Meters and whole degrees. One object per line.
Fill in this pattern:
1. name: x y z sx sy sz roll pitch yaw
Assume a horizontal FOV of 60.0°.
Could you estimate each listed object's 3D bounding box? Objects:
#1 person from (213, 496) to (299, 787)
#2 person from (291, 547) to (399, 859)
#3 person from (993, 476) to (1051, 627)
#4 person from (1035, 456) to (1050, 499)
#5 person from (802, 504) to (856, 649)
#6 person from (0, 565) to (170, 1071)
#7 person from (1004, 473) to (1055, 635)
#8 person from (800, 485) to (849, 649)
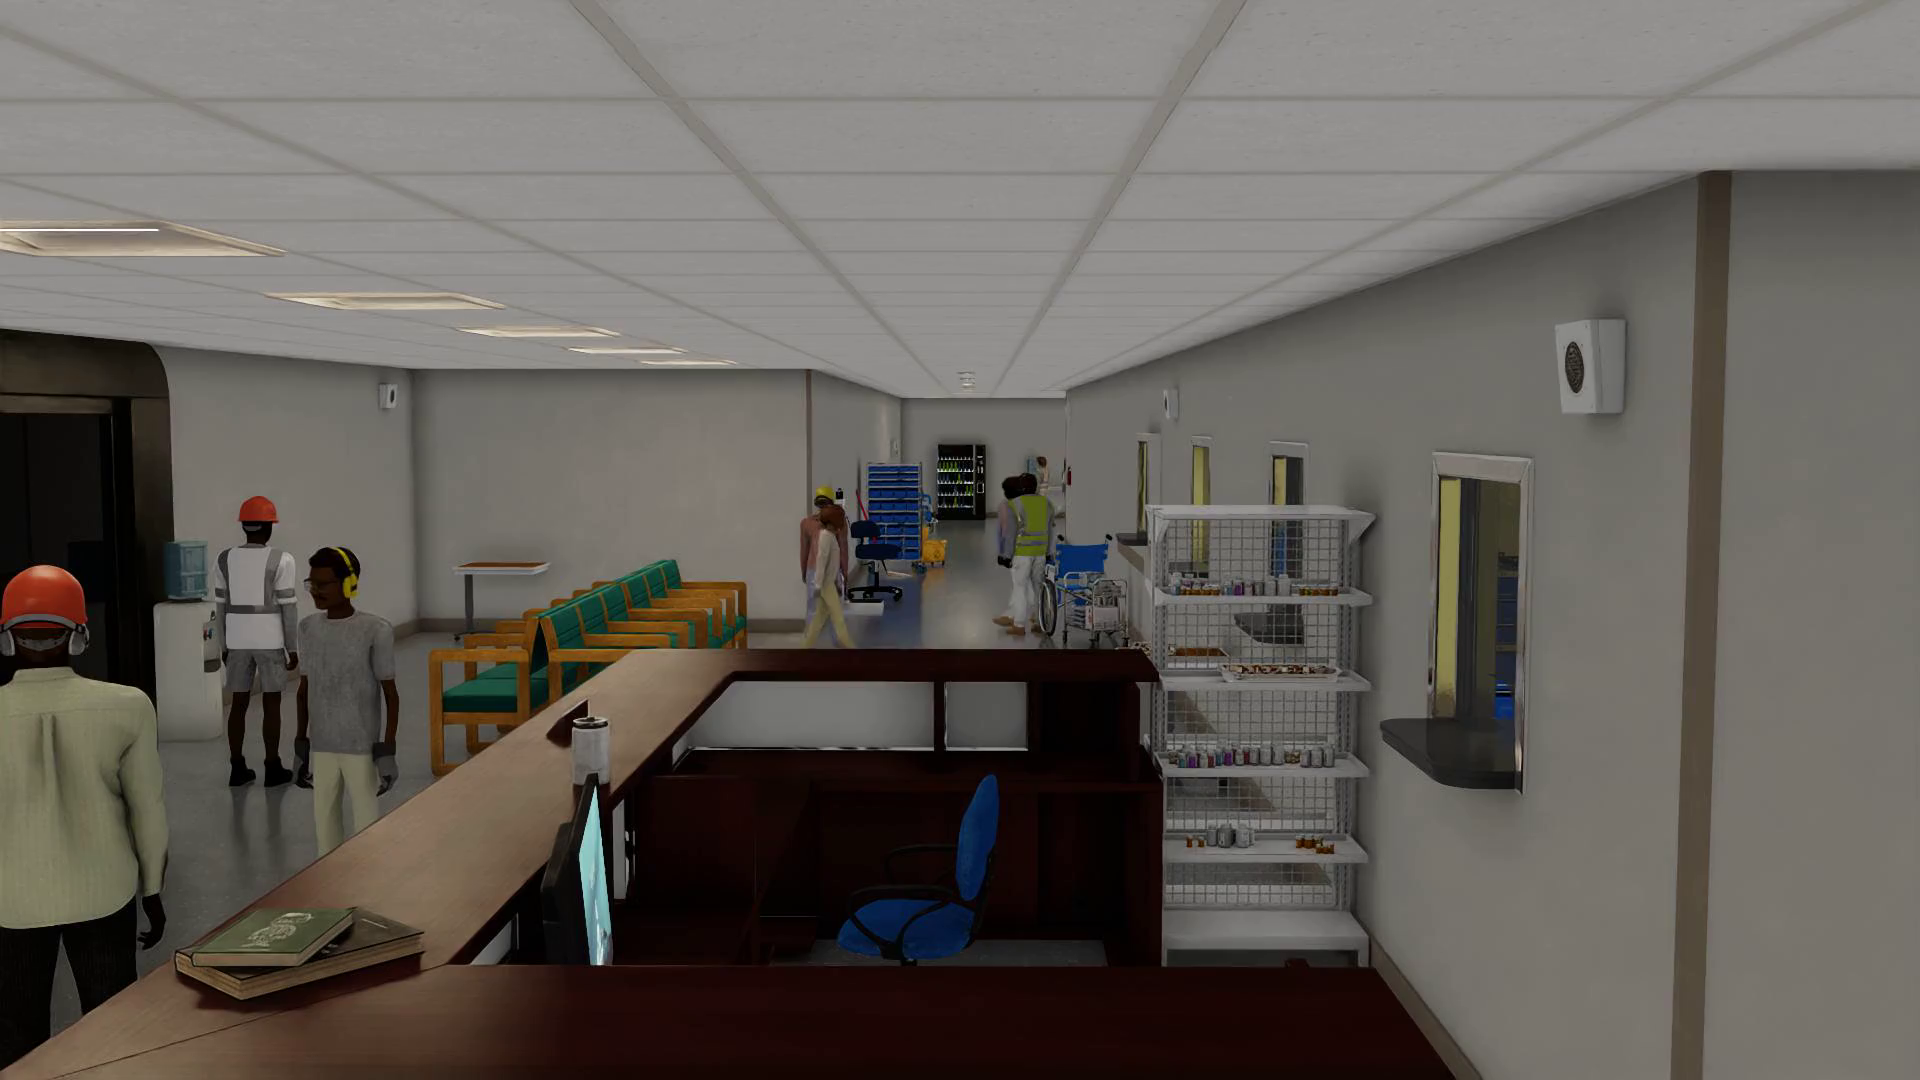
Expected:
1. person: -4.660 0.672 11.064 0.546 1.929 0.392 0 4 3
2. person: -2.775 0.956 7.491 0.532 1.864 0.312 1 4 15
3. person: 0.735 0.132 19.706 0.680 1.780 0.971 3 5 40
4. person: 1.842 -1.062 37.363 0.307 1.641 0.513 3 5 32
5. person: -1.216 0.451 16.433 0.804 1.593 0.547 0 4 1
6. person: -2.691 1.071 4.956 0.610 1.996 0.378 -2 5 -31
7. person: 0.764 0.157 18.861 0.627 1.844 0.429 -2 5 -30
8. person: -1.407 0.312 17.289 0.522 1.758 0.349 1 4 10
